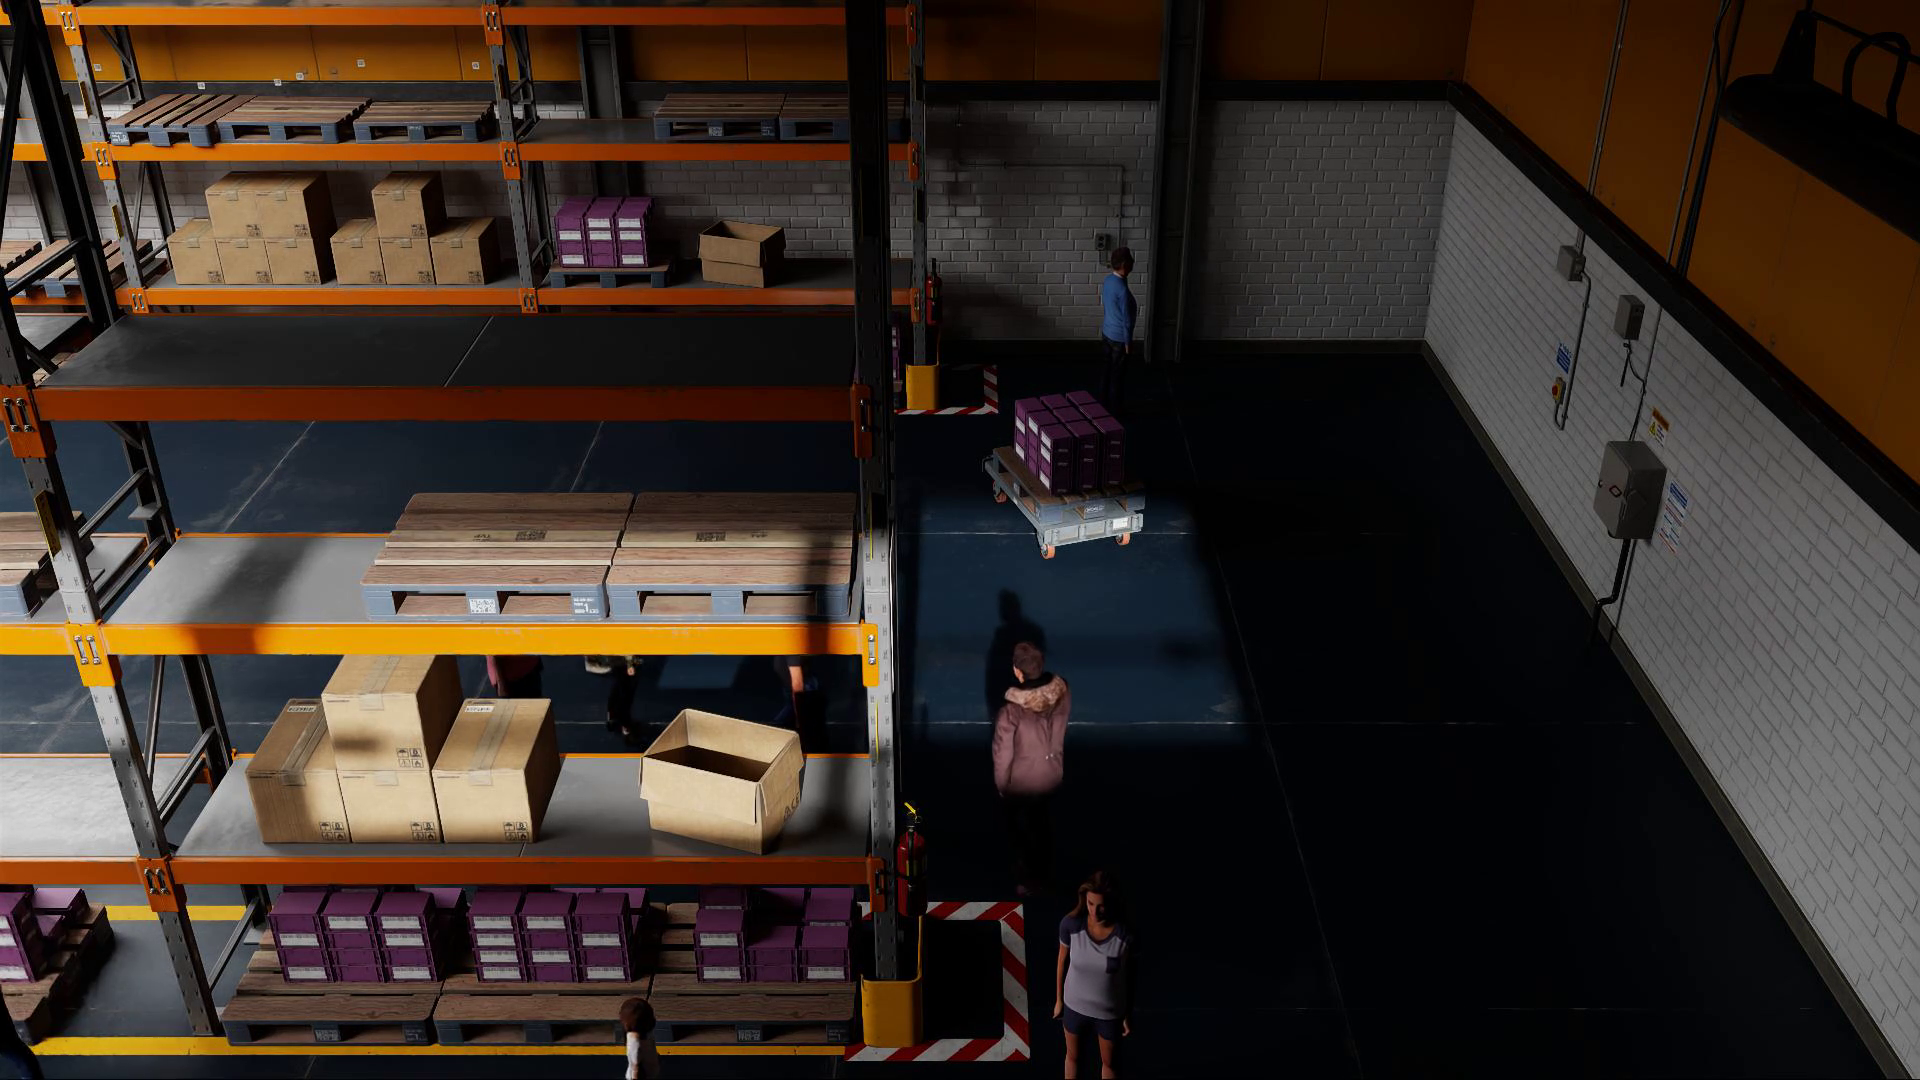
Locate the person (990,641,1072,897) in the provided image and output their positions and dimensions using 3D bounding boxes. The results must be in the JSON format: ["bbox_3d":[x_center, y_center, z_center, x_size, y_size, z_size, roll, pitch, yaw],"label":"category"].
[{"bbox_3d":[0.495,1.486,10.374,0.899,1.832,0.977,-19,34,-31],"label":"person"}]

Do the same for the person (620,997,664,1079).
[{"bbox_3d":[-1.718,2.820,8.780,0.433,1.016,0.441,-1,29,-3],"label":"person"}]

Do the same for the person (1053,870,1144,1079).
[{"bbox_3d":[0.717,2.429,8.749,0.571,1.733,0.711,8,30,14],"label":"person"}]

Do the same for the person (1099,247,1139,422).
[{"bbox_3d":[1.608,-2.119,16.994,0.699,1.820,0.726,-10,30,-18],"label":"person"}]
